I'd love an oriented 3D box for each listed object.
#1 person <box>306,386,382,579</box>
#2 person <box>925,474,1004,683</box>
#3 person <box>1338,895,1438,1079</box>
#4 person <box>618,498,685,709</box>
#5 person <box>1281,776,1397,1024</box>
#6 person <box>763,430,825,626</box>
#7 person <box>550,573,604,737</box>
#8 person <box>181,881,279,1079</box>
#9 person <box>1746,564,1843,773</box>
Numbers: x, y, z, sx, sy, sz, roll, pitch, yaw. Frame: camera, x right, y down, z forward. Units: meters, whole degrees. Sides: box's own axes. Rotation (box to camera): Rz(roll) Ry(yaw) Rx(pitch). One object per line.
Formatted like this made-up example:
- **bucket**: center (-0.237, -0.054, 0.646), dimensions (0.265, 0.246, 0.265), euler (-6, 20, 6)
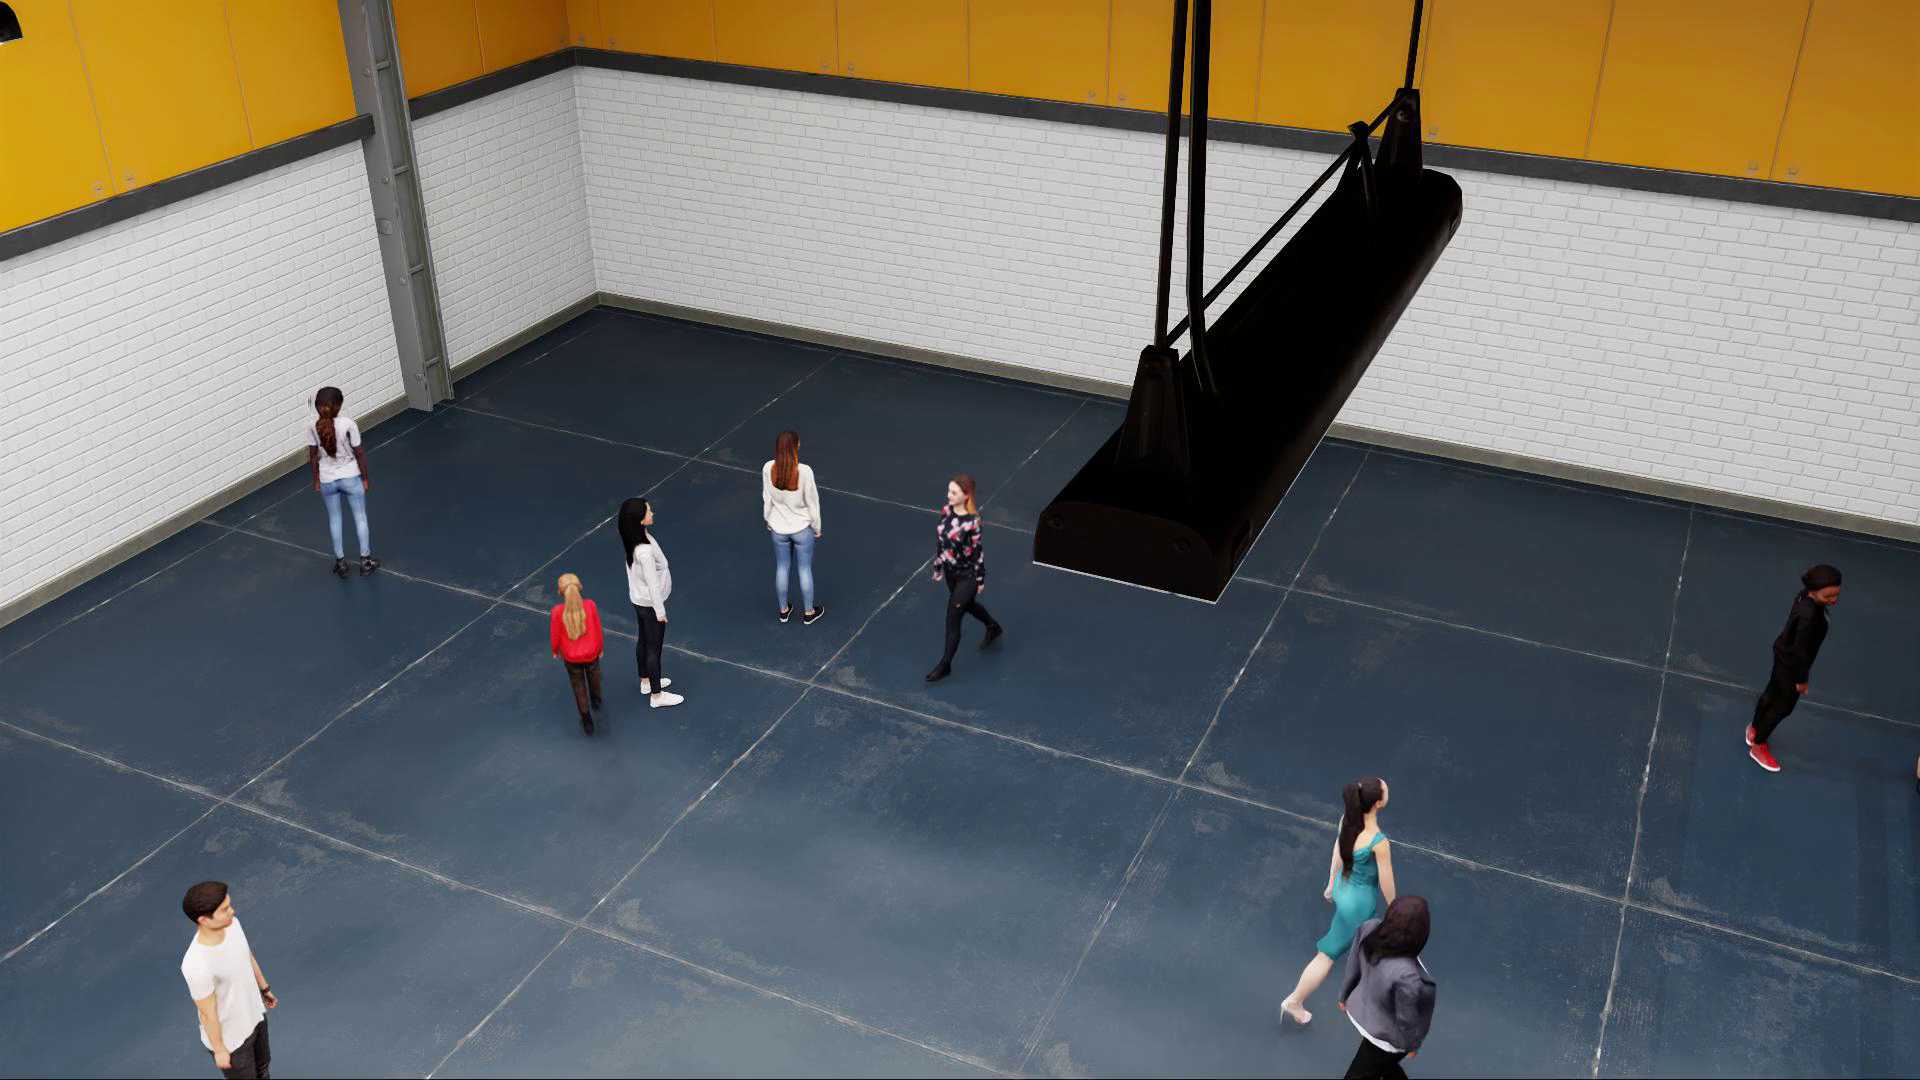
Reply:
- **person**: center (-5.235, -0.493, 14.005), dimensions (0.684, 1.722, 0.682), euler (-5, 29, -9)
- **person**: center (0.075, 0.240, 12.738), dimensions (1.156, 1.648, 0.903), euler (-21, 35, -33)
- **person**: center (2.111, 2.527, 8.638), dimensions (1.058, 1.560, 1.051), euler (-7, 29, -12)
- **person**: center (-2.316, 0.444, 12.310), dimensions (0.746, 1.700, 0.709), euler (-14, 32, -24)
- **person**: center (2.147, 2.090, 9.371), dimensions (1.057, 1.626, 1.030), euler (-9, 30, -15)
- **person**: center (-1.339, -0.106, 13.327), dimensions (0.657, 1.692, 0.594), euler (8, 30, 13)
- **person**: center (-2.744, 0.842, 12.035), dimensions (0.781, 1.265, 0.839), euler (-9, 30, -17)
- **person**: center (-3.775, 2.466, 8.585), dimensions (0.804, 1.718, 0.667), euler (0, 29, 1)
- **person**: center (5.809, 0.819, 11.681), dimensions (0.825, 1.645, 0.464), euler (5, 29, 10)
